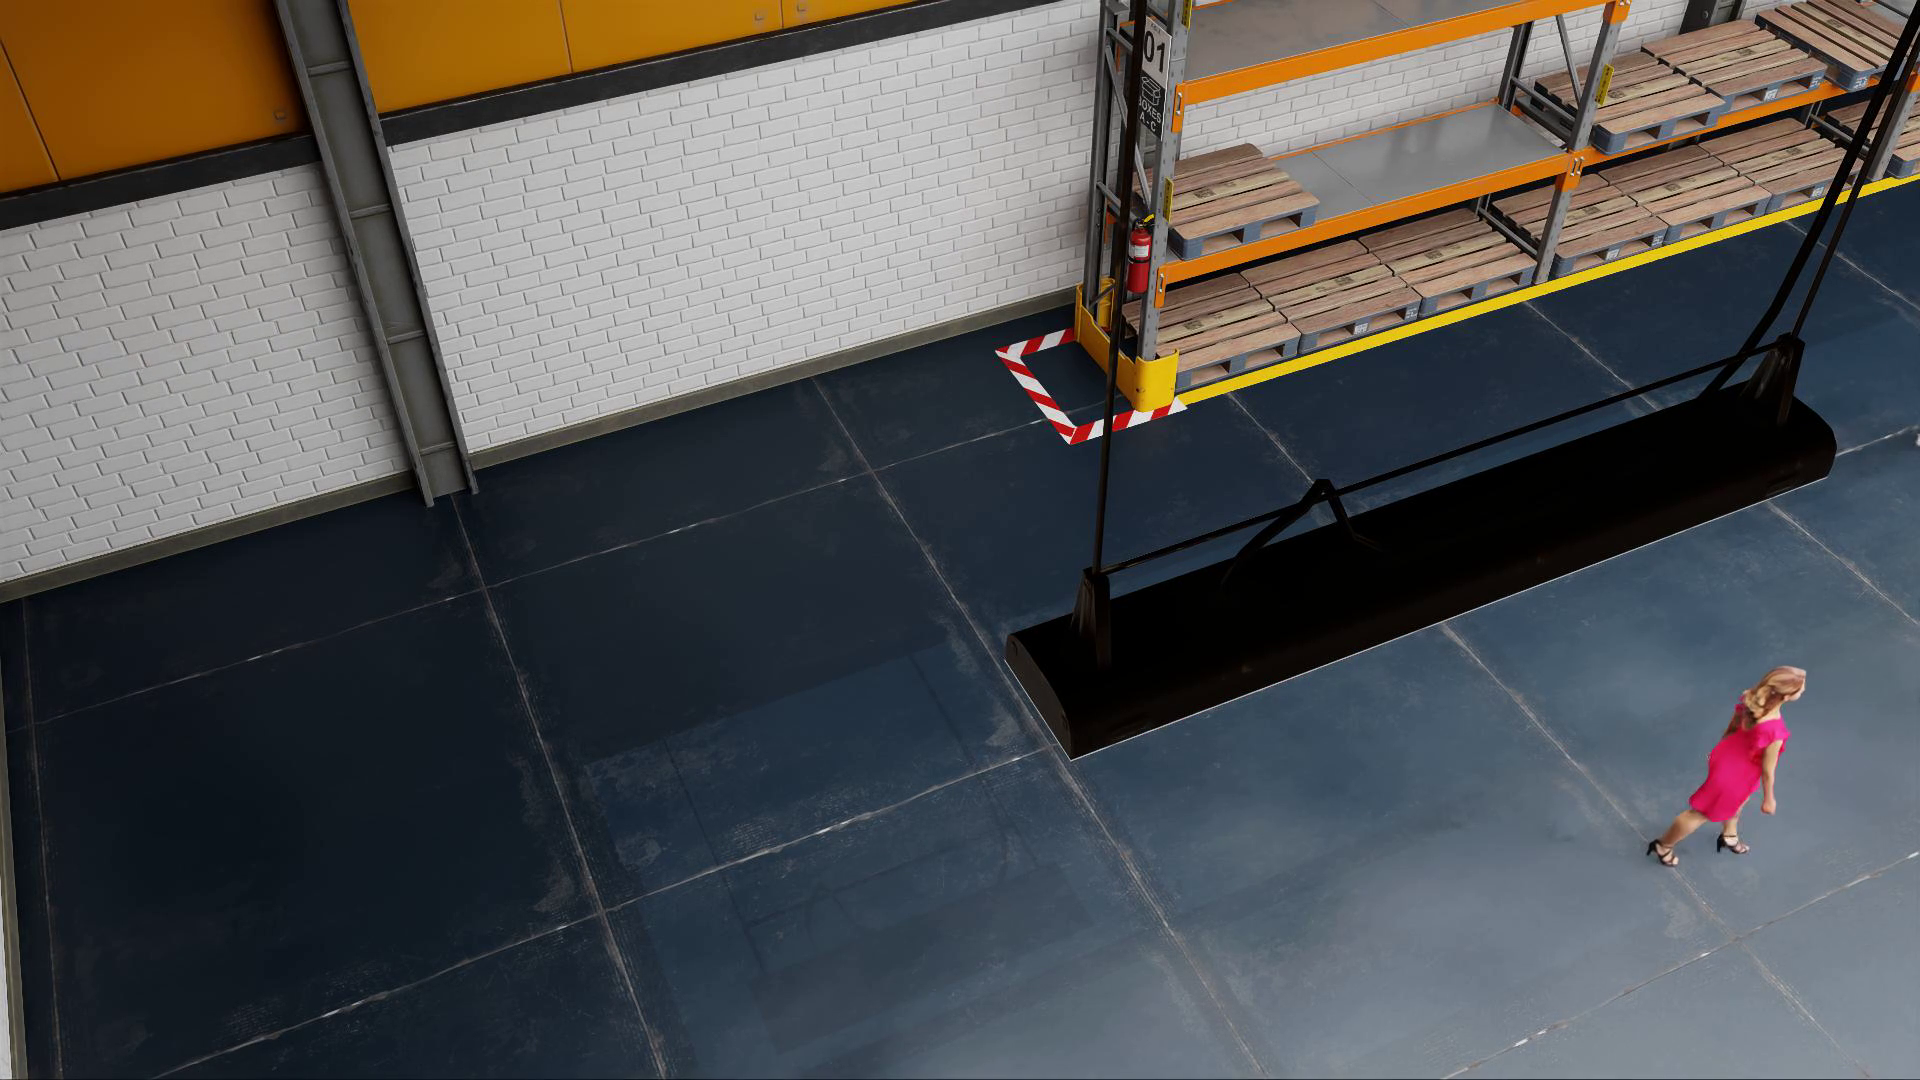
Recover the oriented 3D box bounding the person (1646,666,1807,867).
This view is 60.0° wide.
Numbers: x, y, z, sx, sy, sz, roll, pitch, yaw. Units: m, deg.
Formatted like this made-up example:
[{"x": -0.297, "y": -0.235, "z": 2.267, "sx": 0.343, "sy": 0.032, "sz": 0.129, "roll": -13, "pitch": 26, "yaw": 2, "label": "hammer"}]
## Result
[{"x": 4.367, "y": 1.336, "z": 9.602, "sx": 0.955, "sy": 1.706, "sz": 0.849, "roll": 8, "pitch": 44, "yaw": 8, "label": "person"}]
